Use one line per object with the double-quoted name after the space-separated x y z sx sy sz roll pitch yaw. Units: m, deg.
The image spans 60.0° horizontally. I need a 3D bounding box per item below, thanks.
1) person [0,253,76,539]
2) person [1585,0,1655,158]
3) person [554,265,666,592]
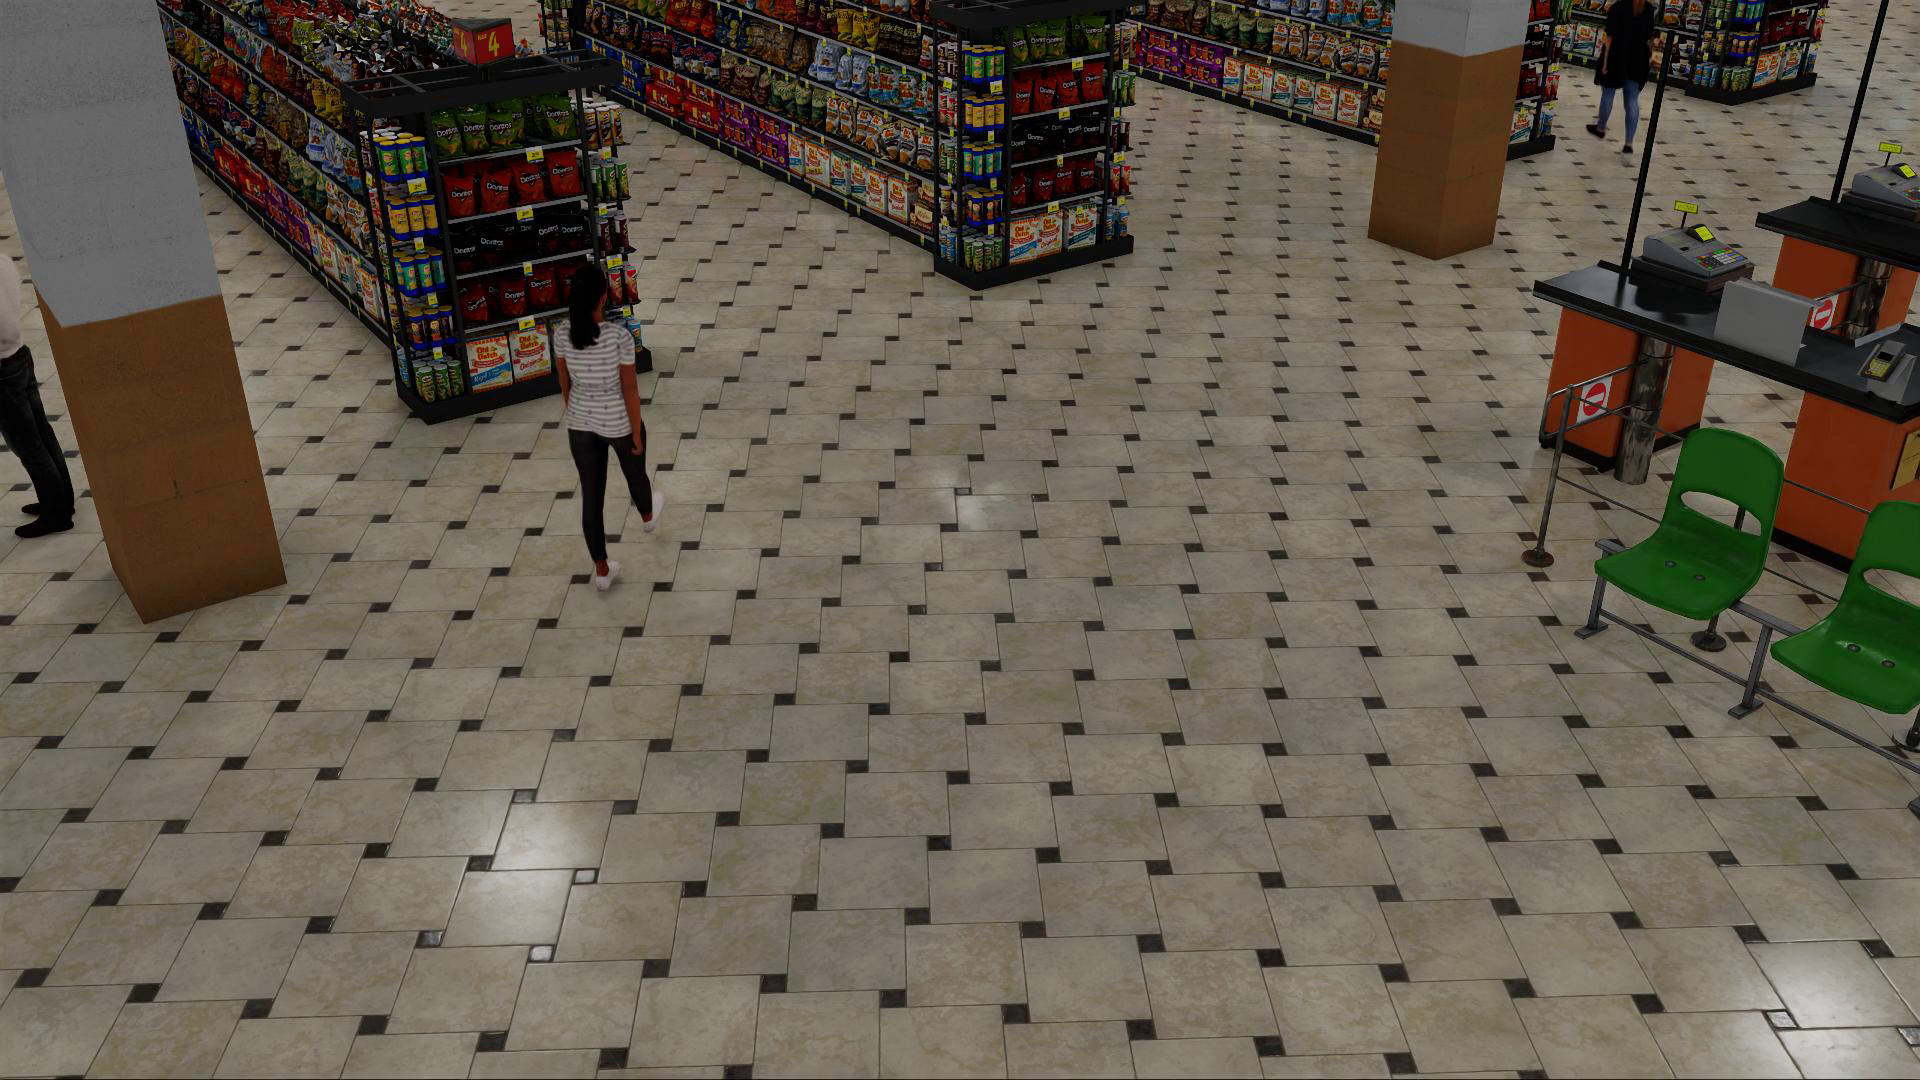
-4.966 -0.885 8.669 0.795 1.811 0.631 -6 29 -11 "person"
6.048 -4.285 15.077 1.037 1.637 1.195 2 29 3 "person"
-1.785 -0.509 8.196 1.010 1.604 1.106 3 29 6 "person"
